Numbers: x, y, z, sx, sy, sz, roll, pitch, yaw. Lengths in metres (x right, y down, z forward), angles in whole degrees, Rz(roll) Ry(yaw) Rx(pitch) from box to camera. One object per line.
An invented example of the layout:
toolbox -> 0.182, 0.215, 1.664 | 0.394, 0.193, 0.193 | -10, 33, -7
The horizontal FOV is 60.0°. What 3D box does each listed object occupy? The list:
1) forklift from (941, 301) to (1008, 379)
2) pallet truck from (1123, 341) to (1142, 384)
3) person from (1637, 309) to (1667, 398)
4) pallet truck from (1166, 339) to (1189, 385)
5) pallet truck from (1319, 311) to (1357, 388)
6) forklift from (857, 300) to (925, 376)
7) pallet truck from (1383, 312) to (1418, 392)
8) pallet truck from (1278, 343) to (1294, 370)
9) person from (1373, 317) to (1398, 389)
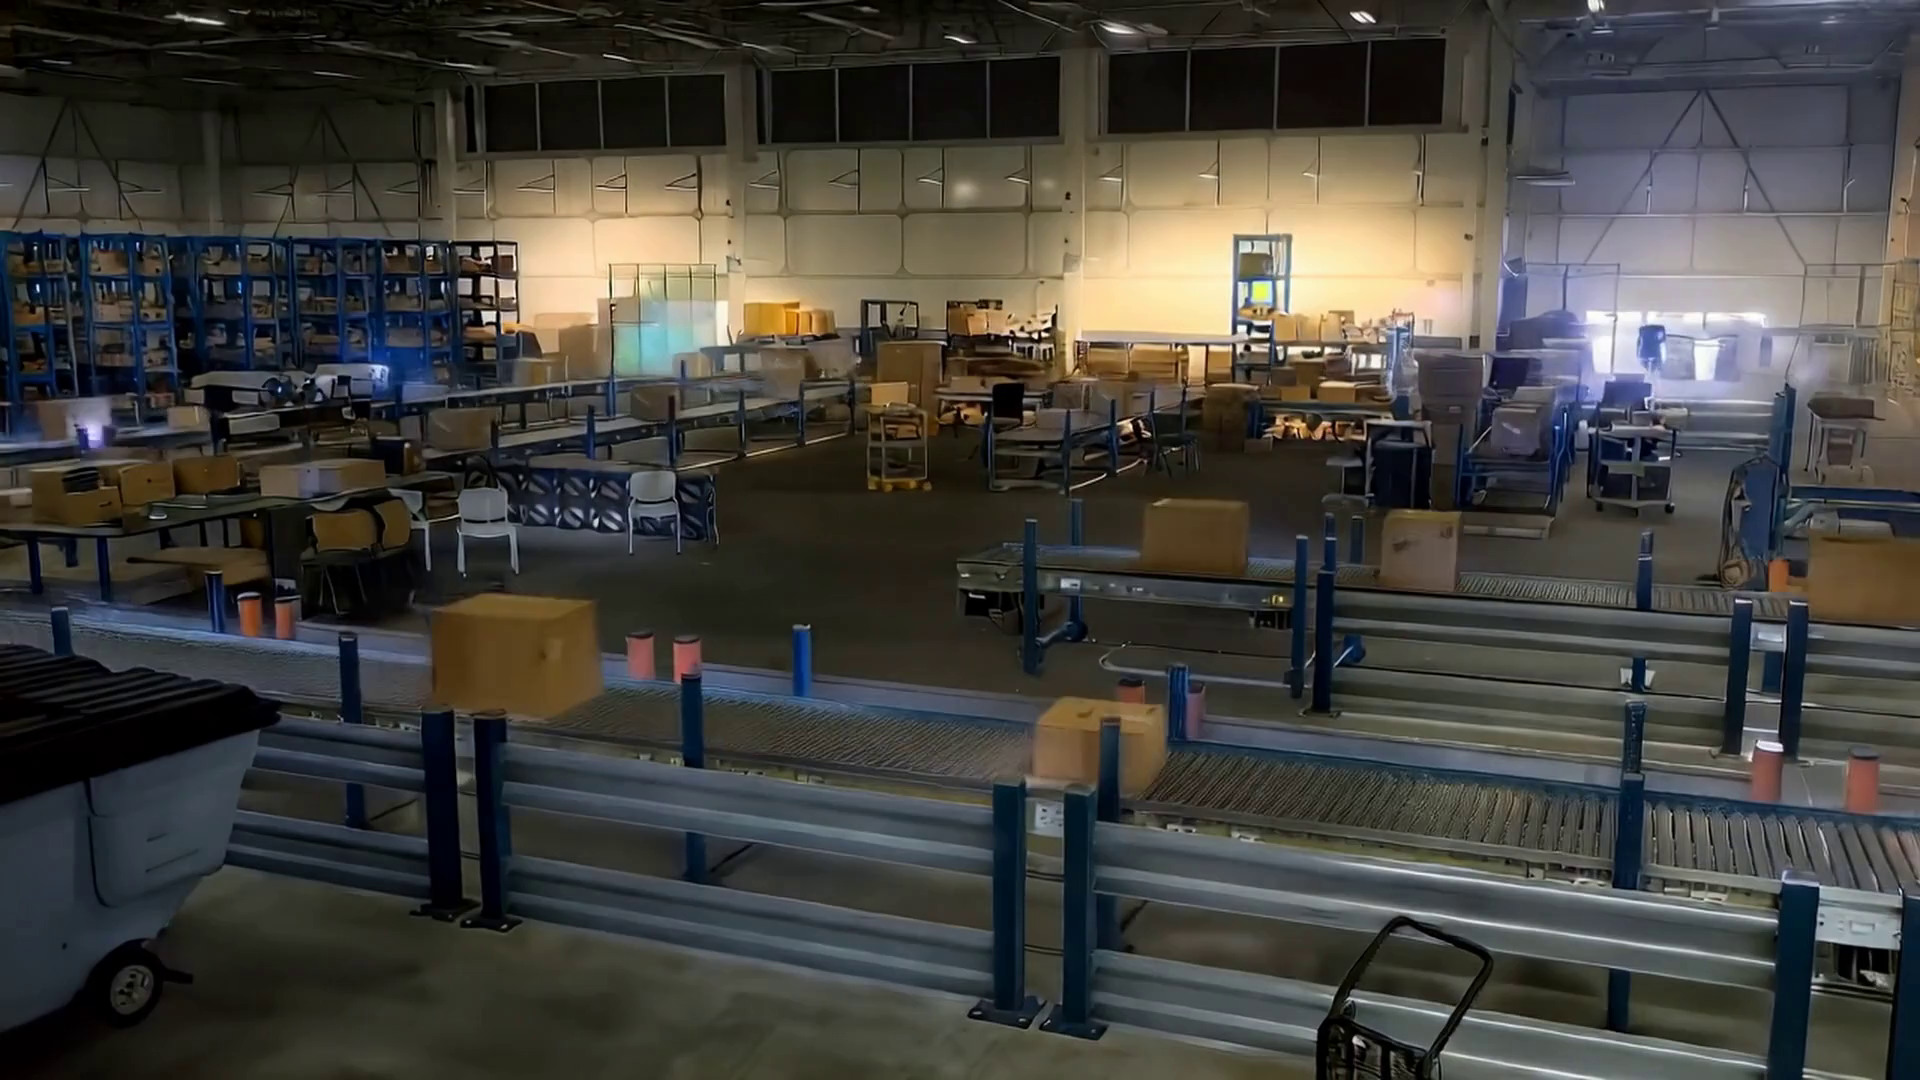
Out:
forklift -> 0.365, -4.966, 41.571 | 1.157, 1.987, 2.680 | 3, 10, 20
pallet truck -> 4.445, -4.380, 41.279 | 0.680, 1.201, 1.601 | 4, 10, 22
person -> 15.928, -4.283, 38.264 | 0.655, 2.027, 0.454 | 7, 12, 35
pallet truck -> 5.418, -4.269, 40.420 | 0.704, 1.261, 1.522 | 3, 10, 20
pallet truck -> 9.071, -4.419, 39.190 | 0.823, 1.965, 1.885 | 5, 10, 26
forklift -> -1.732, -5.109, 42.468 | 1.157, 1.987, 2.680 | 4, 10, 22
pallet truck -> 10.207, -4.283, 38.369 | 0.823, 1.965, 1.885 | 3, 10, 20
pallet truck -> 7.886, -4.163, 39.743 | 0.653, 1.274, 1.630 | 4, 10, 22
person -> 9.295, -3.940, 36.564 | 0.403, 1.906, 0.651 | -5, 11, -29
